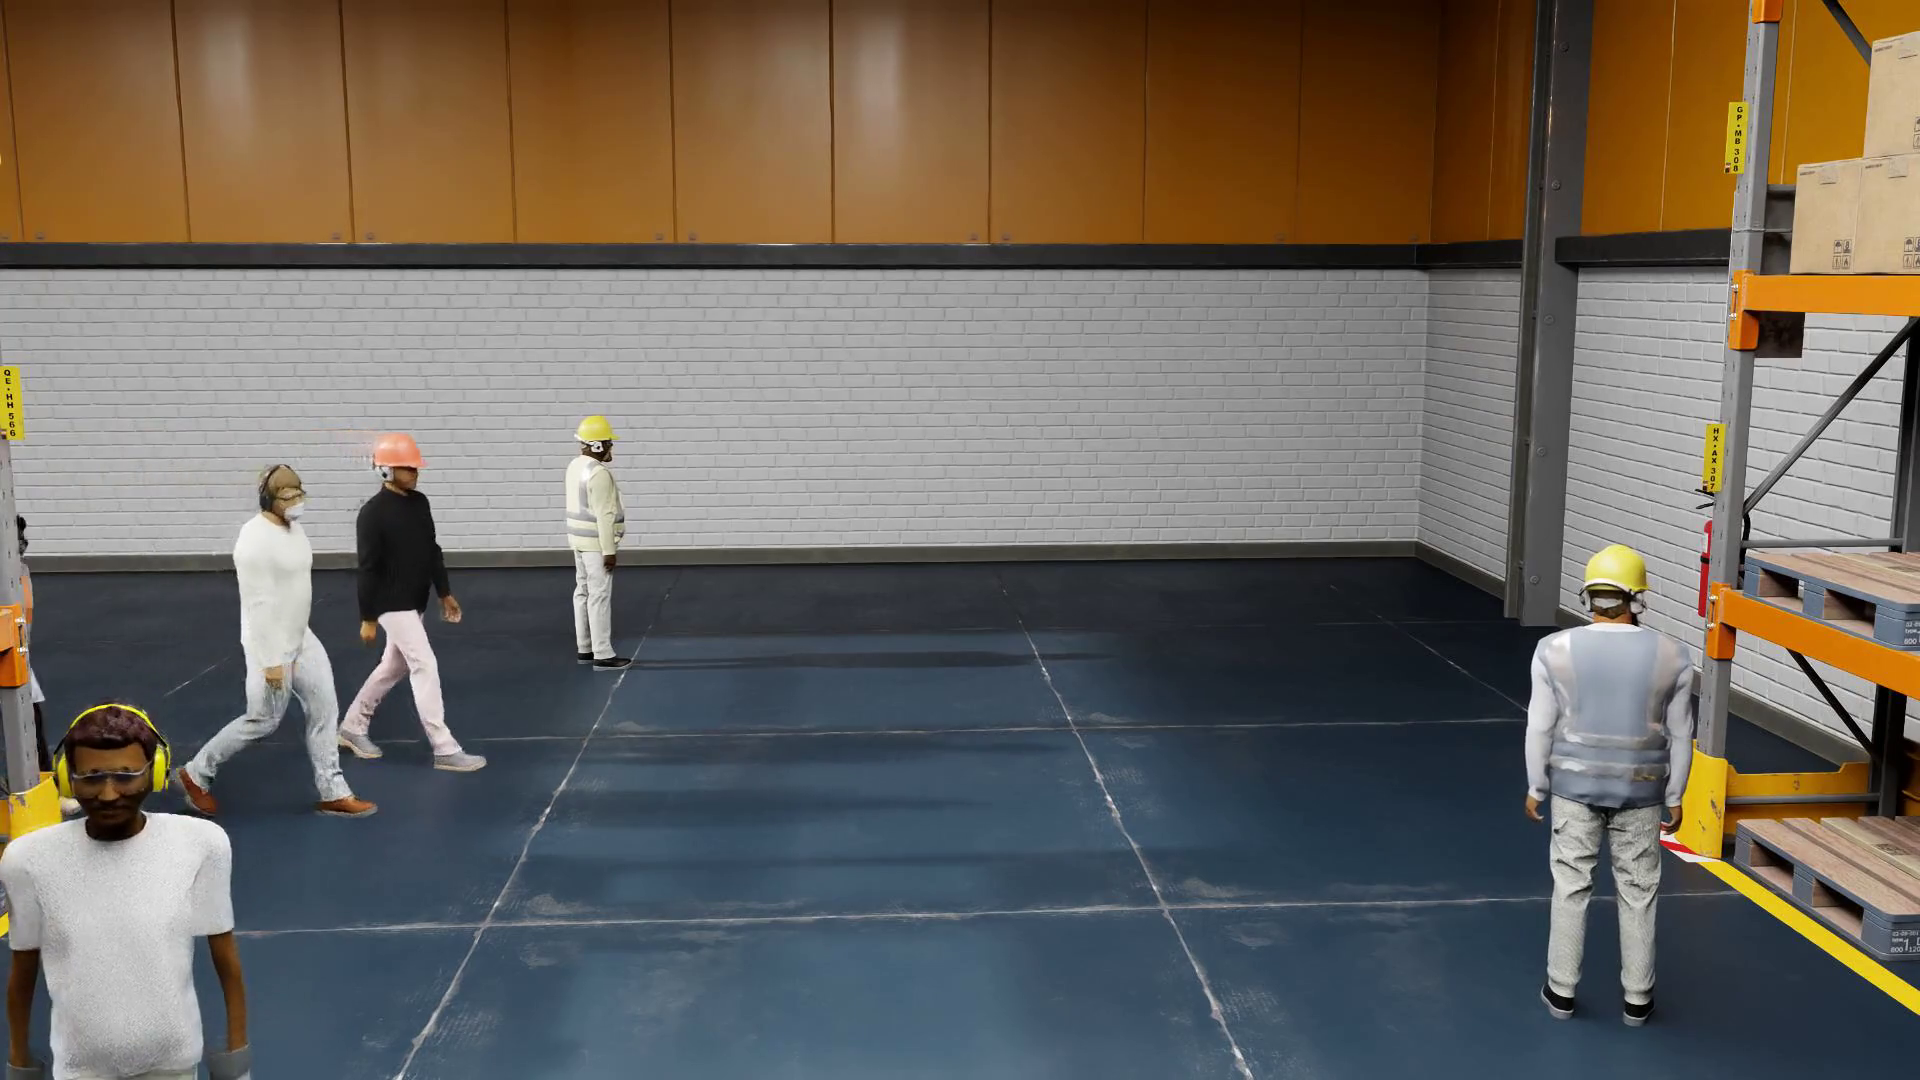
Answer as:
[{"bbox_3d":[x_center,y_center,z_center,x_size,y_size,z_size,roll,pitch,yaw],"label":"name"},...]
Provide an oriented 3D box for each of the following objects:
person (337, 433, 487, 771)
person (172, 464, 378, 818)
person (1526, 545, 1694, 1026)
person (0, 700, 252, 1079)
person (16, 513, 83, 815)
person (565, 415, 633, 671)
[{"bbox_3d":[-3.243,0.349,9.573,0.990,1.953,0.609,1,9,8],"label":"person"},{"bbox_3d":[-3.584,0.542,8.553,0.955,1.901,0.633,0,9,1],"label":"person"},{"bbox_3d":[2.446,0.929,6.301,0.587,1.825,0.404,3,10,19],"label":"person"},{"bbox_3d":[-1.964,1.300,3.916,0.556,1.840,0.788,-4,10,-24],"label":"person"},{"bbox_3d":[-5.110,0.649,8.692,0.933,1.626,0.534,1,9,8],"label":"person"},{"bbox_3d":[-2.618,0.018,11.992,0.404,1.834,0.592,-6,11,-33],"label":"person"}]
